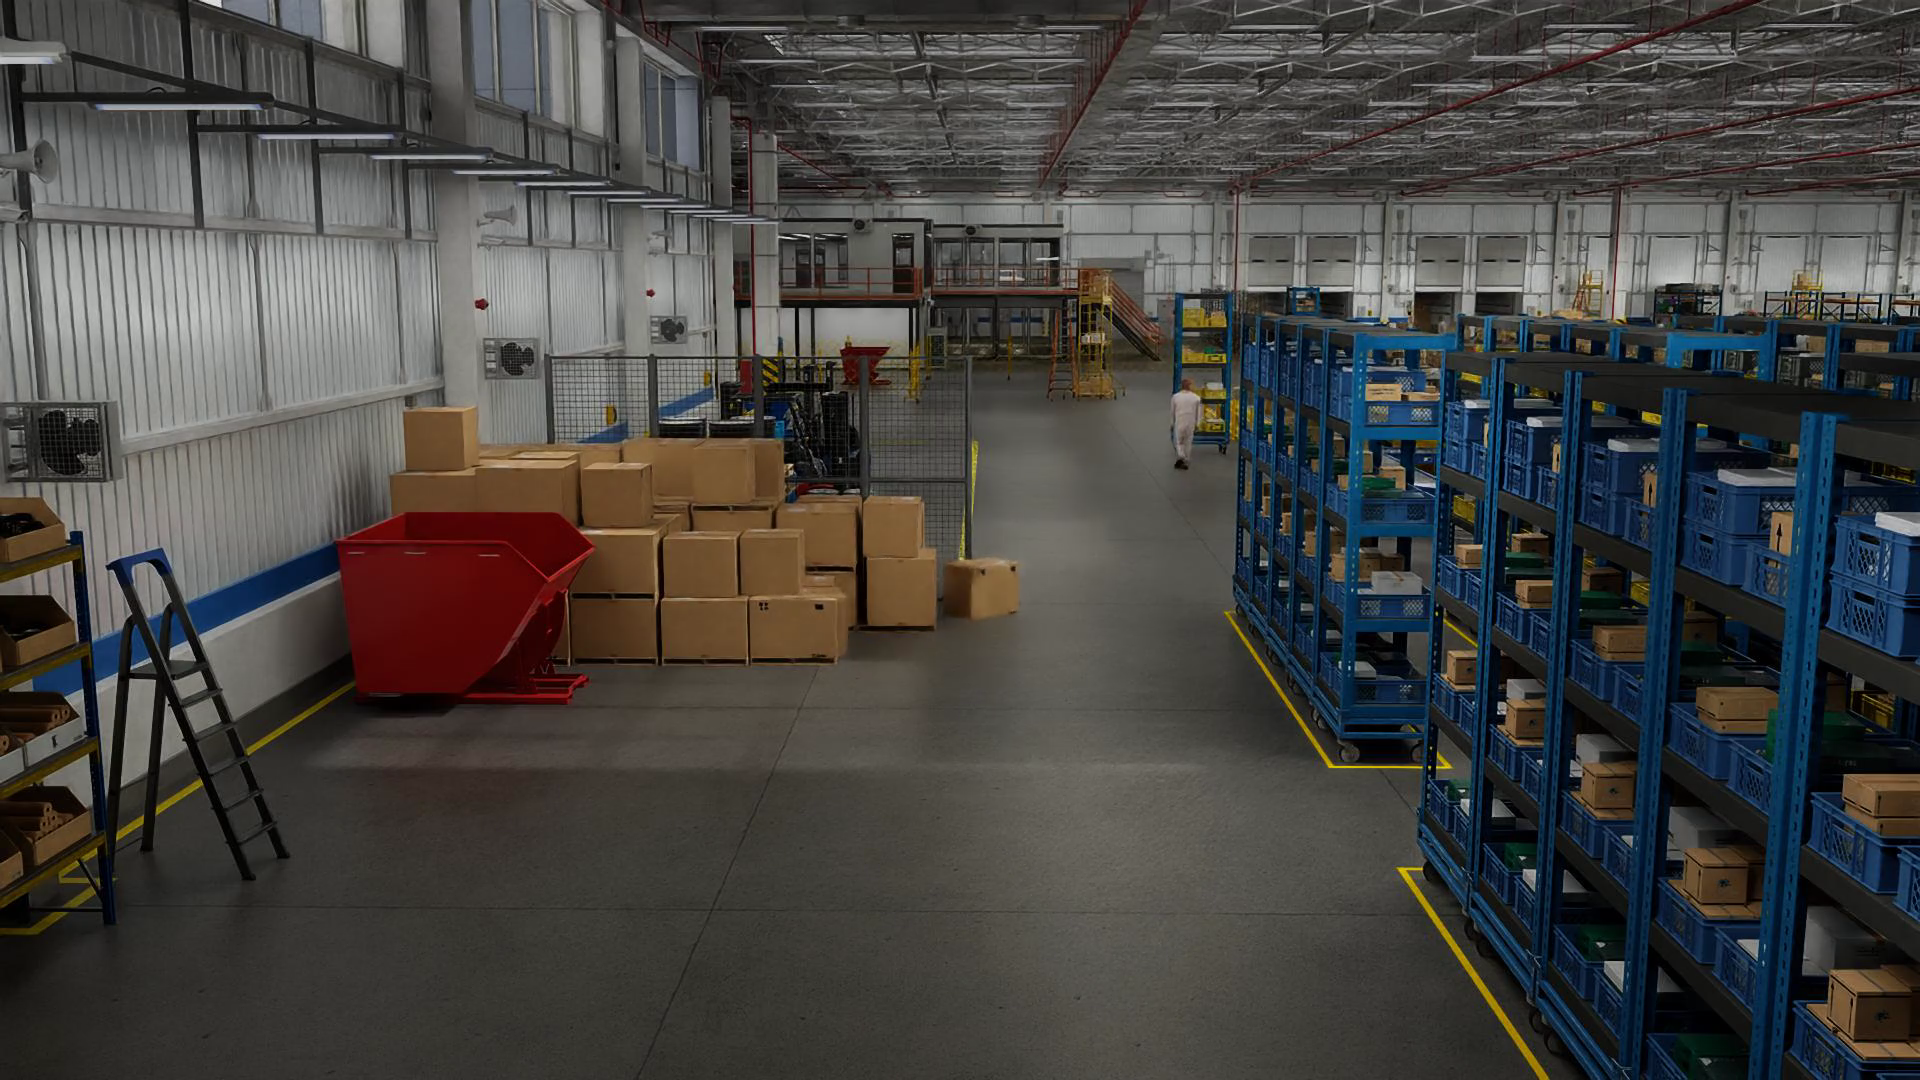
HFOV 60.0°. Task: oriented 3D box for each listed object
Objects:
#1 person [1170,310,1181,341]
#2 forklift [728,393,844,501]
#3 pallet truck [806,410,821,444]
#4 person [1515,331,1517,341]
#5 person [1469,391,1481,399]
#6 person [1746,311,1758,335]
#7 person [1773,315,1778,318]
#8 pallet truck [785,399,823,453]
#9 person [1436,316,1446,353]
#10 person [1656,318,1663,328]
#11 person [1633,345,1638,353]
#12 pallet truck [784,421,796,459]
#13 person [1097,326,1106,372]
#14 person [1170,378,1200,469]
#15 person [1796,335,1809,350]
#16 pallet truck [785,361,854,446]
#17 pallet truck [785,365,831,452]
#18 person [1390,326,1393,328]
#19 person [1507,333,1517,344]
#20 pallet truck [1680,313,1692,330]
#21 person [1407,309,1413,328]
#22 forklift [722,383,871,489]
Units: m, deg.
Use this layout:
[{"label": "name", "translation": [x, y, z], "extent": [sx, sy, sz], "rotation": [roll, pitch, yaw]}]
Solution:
[{"label": "person", "translation": [12.548, -12.420, 96.447], "extent": [0.833, 1.811, 0.660], "rotation": [-9, 13, -44]}, {"label": "forklift", "translation": [-2.979, -1.316, 26.476], "extent": [2.680, 1.987, 1.157], "rotation": [0, 9, 1]}, {"label": "pallet truck", "translation": [-3.559, -2.018, 33.905], "extent": [1.522, 1.261, 0.704], "rotation": [0, 9, -1]}, {"label": "person", "translation": [27.036, -9.856, 80.489], "extent": [0.519, 1.865, 0.327], "rotation": [-7, 12, -37]}, {"label": "person", "translation": [14.112, -4.164, 45.012], "extent": [1.058, 1.968, 0.632], "rotation": [2, 9, 11]}, {"label": "person", "translation": [43.363, -11.594, 91.106], "extent": [0.637, 1.893, 0.512], "rotation": [-4, 10, -21]}, {"label": "person", "translation": [41.050, -10.368, 83.712], "extent": [0.620, 1.840, 1.060], "rotation": [-5, 10, -29]}, {"label": "pallet truck", "translation": [-3.814, -2.432, 36.419], "extent": [1.630, 1.274, 0.653], "rotation": [0, 9, 1]}, {"label": "person", "translation": [23.433, -9.964, 80.998], "extent": [0.550, 1.918, 0.657], "rotation": [0, 9, 0]}, {"label": "person", "translation": [33.761, -9.798, 80.245], "extent": [1.001, 1.834, 0.580], "rotation": [7, 11, 35]}, {"label": "person", "translation": [24.843, -6.725, 60.985], "extent": [0.506, 1.926, 0.571], "rotation": [2, 10, 15]}, {"label": "pallet truck", "translation": [-4.013, -1.793, 32.705], "extent": [1.601, 1.201, 0.680], "rotation": [0, 9, 1]}, {"label": "person", "translation": [5.771, -7.780, 67.784], "extent": [0.351, 1.837, 0.502], "rotation": [-2, 9, -11]}, {"label": "person", "translation": [4.638, -2.399, 34.410], "extent": [0.648, 1.888, 0.427], "rotation": [-1, 9, -5]}, {"label": "person", "translation": [33.204, -7.456, 65.663], "extent": [0.532, 1.871, 0.319], "rotation": [8, 12, 42]}, {"label": "pallet truck", "translation": [-3.410, -3.193, 38.978], "extent": [1.885, 1.965, 0.823], "rotation": [0, 9, -1]}, {"label": "pallet truck", "translation": [-3.774, -2.976, 37.635], "extent": [1.885, 1.965, 0.823], "rotation": [1, 9, 5]}, {"label": "person", "translation": [16.878, -7.475, 65.677], "extent": [1.021, 1.902, 0.612], "rotation": [1, 9, 9]}, {"label": "person", "translation": [20.961, -7.044, 63.524], "extent": [0.643, 1.730, 0.541], "rotation": [1, 9, 6]}, {"label": "pallet truck", "translation": [36.315, -10.531, 84.244], "extent": [0.823, 1.965, 1.885], "rotation": [-6, 11, -33]}, {"label": "person", "translation": [25.591, -12.173, 94.621], "extent": [0.399, 1.918, 0.588], "rotation": [5, 11, 29]}, {"label": "forklift", "translation": [-2.893, -1.687, 28.729], "extent": [2.680, 1.987, 1.157], "rotation": [0, 9, -1]}]
